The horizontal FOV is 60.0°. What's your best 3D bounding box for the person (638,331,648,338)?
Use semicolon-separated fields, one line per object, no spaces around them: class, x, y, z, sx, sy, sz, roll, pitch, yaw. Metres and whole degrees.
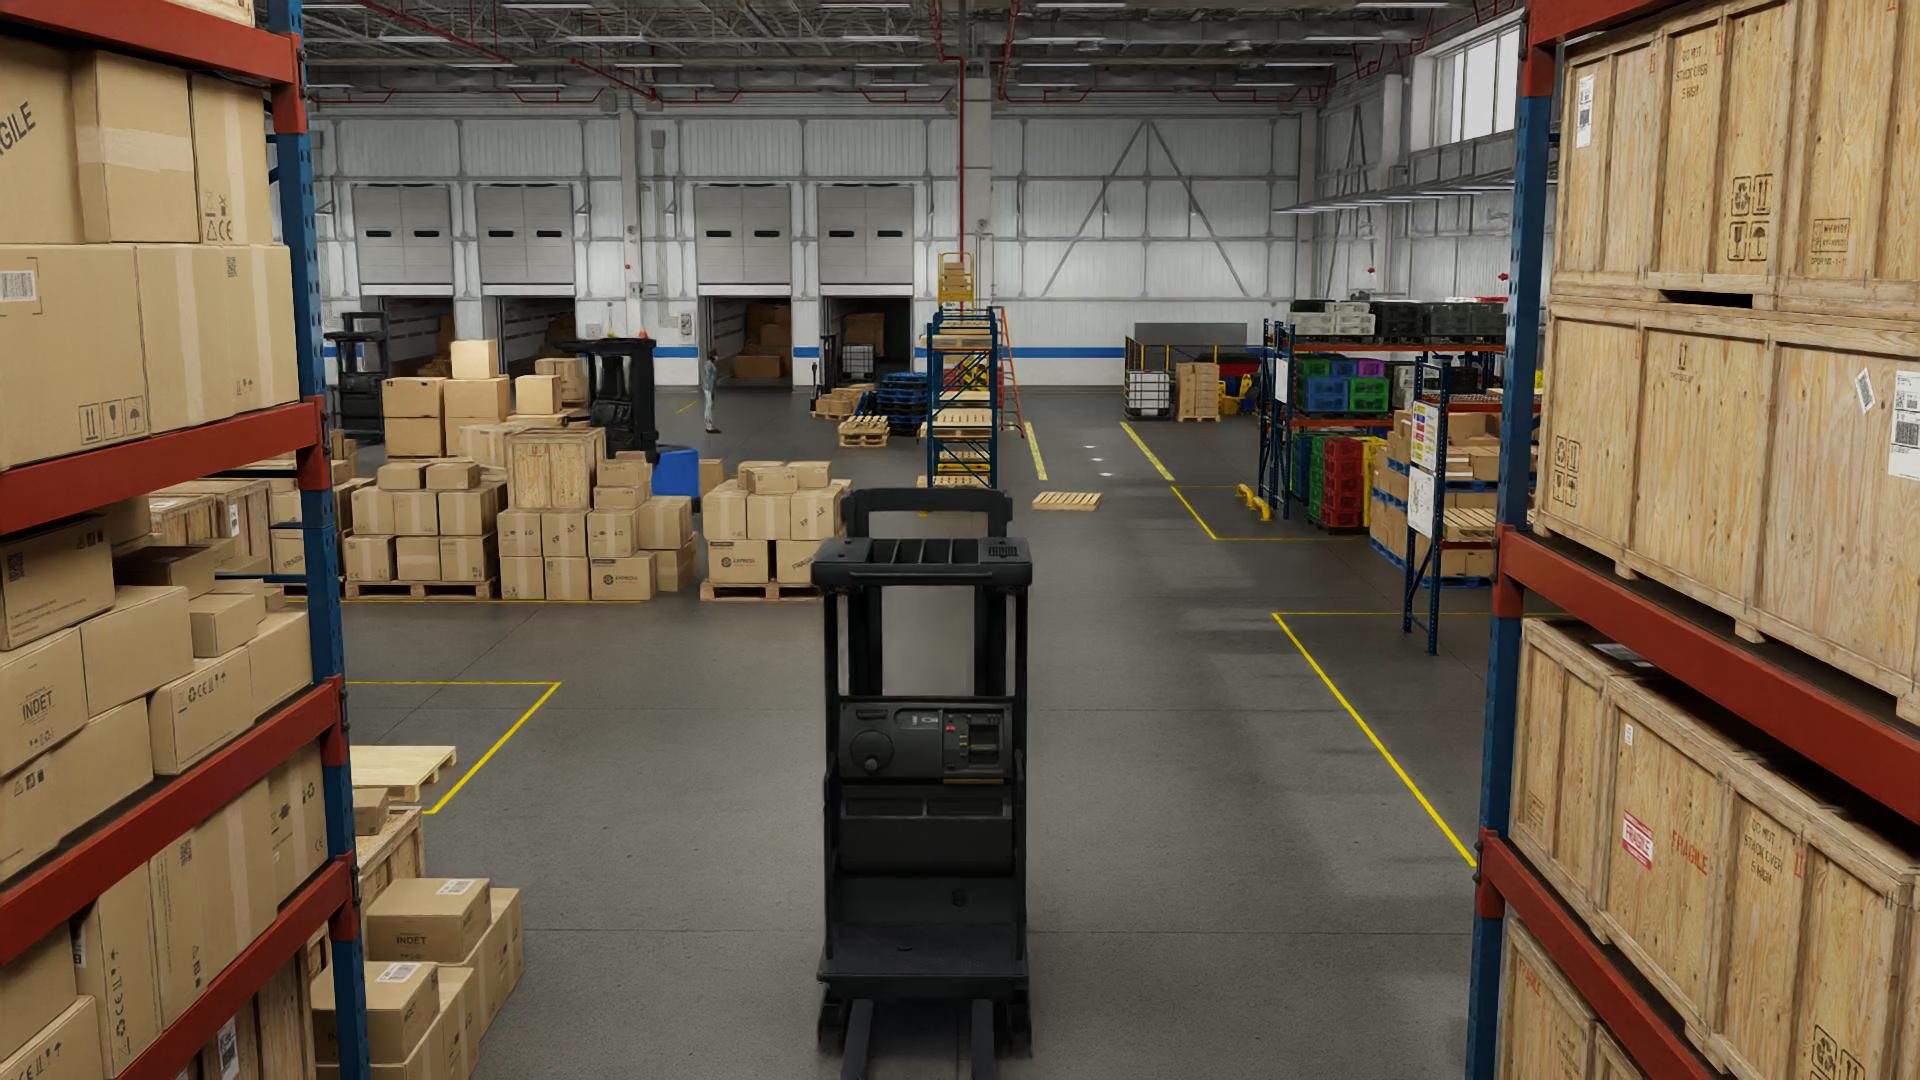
person;-8.914;-4.943;46.975;0.543;1.929;0.387;7;12;37

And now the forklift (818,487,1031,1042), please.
forklift;-0.177;1.101;9.352;1.129;2.768;1.873;0;10;1

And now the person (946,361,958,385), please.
person;-0.034;-3.962;41.556;0.697;1.854;0.347;-6;12;-31

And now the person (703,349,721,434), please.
person;-5.691;-3.401;38.038;0.376;1.940;0.629;-2;10;-13

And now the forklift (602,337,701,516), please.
forklift;-5.028;-1.701;25.518;1.129;2.768;1.873;8;13;40

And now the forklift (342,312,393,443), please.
forklift;-12.964;-3.605;36.499;1.129;2.768;1.873;0;10;1

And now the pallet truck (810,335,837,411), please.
pallet truck;-3.021;-4.312;43.126;1.885;1.965;0.823;3;10;17
